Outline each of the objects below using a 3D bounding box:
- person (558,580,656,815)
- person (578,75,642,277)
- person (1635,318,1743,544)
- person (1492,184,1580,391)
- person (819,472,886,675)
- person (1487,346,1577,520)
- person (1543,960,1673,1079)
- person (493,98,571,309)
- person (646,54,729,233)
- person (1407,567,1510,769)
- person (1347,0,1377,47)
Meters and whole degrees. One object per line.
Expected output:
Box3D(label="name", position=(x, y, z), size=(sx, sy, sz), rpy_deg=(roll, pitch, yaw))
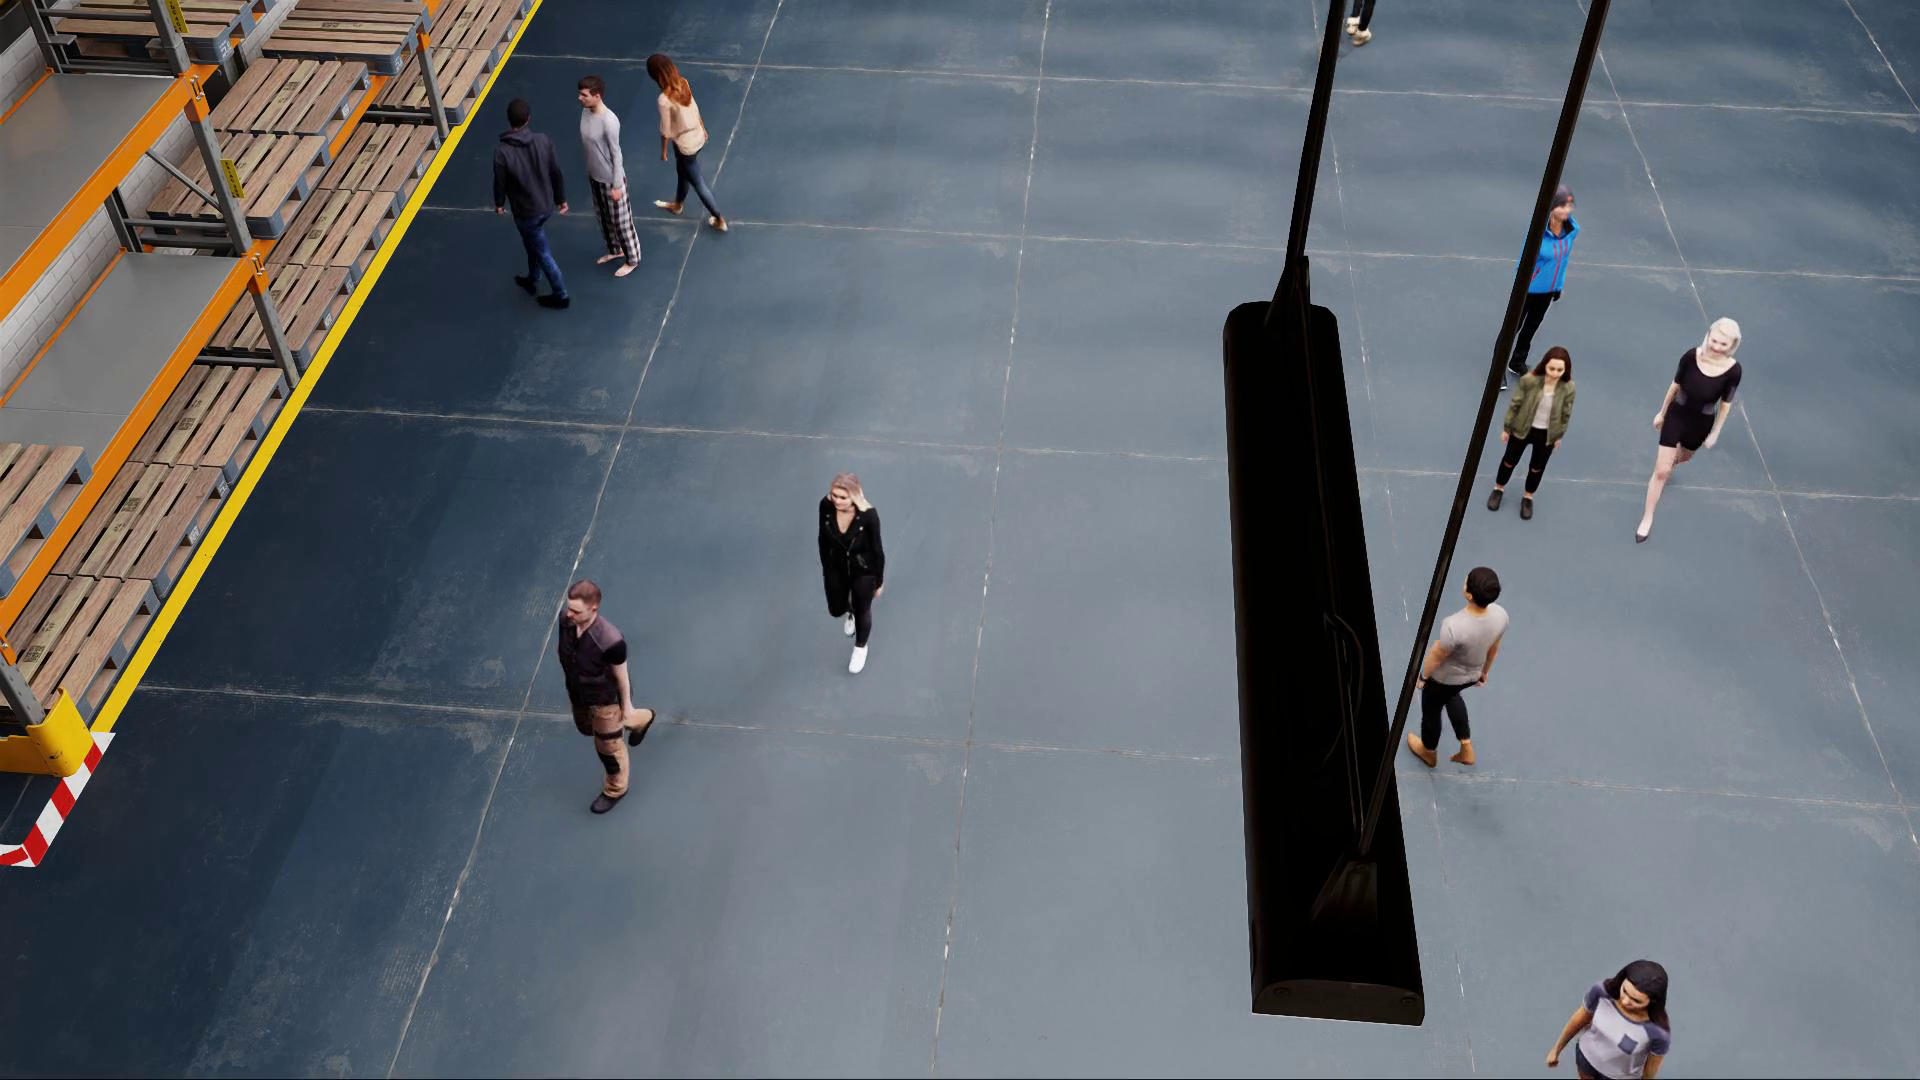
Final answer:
Box3D(label="person", position=(-2.121, 0.859, 10.114), size=(0.972, 1.825, 1.065), rpy_deg=(31, 52, 29))
Box3D(label="person", position=(-3.032, -3.143, 14.298), size=(0.749, 1.847, 0.696), rpy_deg=(-32, 52, -29))
Box3D(label="person", position=(5.260, -0.878, 11.959), size=(0.893, 1.793, 1.245), rpy_deg=(18, 47, 18))
Box3D(label="person", position=(4.539, -1.996, 13.134), size=(0.688, 1.792, 0.660), rpy_deg=(-12, 45, -13))
Box3D(label="person", position=(-0.669, 0.138, 10.977), size=(0.686, 1.677, 0.775), rpy_deg=(11, 45, 11))
Box3D(label="person", position=(4.184, -0.804, 12.111), size=(0.646, 1.477, 0.608), rpy_deg=(15, 46, 15))
Box3D(label="person", position=(3.304, 2.598, 8.376), size=(1.014, 1.703, 0.972), rpy_deg=(-27, 50, -26))
Box3D(label="person", position=(-3.492, -2.743, 13.870), size=(0.952, 1.858, 0.935), rpy_deg=(24, 48, 23))
Box3D(label="person", position=(-2.345, -3.449, 14.701), size=(0.959, 1.735, 1.034), rpy_deg=(23, 48, 22))
Box3D(label="person", position=(3.075, 0.853, 10.203), size=(0.777, 1.710, 0.857), rpy_deg=(-17, 46, -17))
Box3D(label="person", position=(4.262, -5.949, 17.387), size=(0.731, 1.650, 0.773), rpy_deg=(30, 51, 28))
